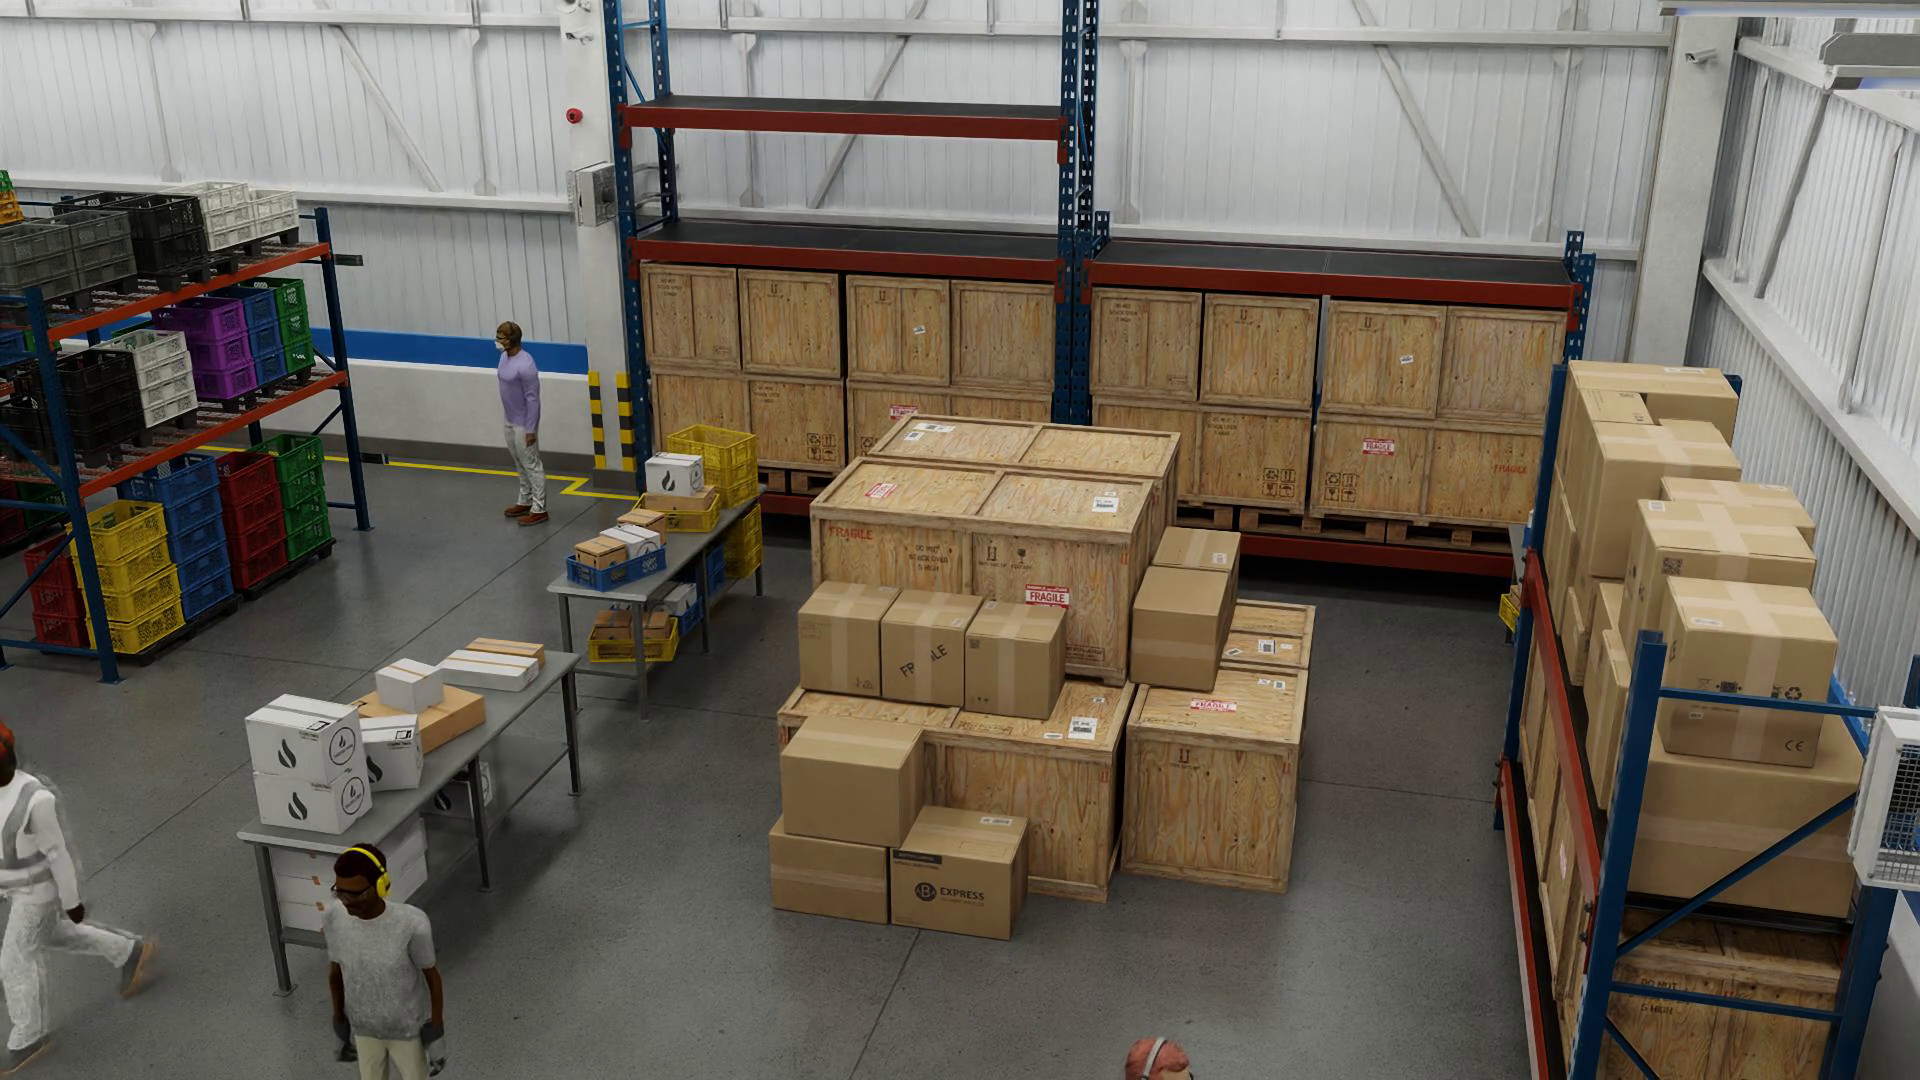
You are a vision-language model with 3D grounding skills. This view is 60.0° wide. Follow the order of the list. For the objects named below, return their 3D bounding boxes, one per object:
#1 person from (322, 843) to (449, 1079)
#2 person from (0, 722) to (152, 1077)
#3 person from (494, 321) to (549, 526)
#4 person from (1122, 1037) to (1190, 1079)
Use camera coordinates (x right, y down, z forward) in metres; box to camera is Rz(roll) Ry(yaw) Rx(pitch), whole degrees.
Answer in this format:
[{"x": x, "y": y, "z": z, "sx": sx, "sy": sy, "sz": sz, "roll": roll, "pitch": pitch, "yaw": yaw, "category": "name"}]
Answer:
[{"x": -2.477, "y": 2.132, "z": 7.207, "sx": 0.521, "sy": 1.870, "sz": 0.319, "roll": 3, "pitch": 21, "yaw": 8, "category": "person"}, {"x": -4.621, "y": 1.701, "z": 8.391, "sx": 0.559, "sy": 1.846, "sz": 0.921, "roll": 14, "pitch": 25, "yaw": 33, "category": "person"}, {"x": -4.116, "y": -1.099, "z": 15.567, "sx": 0.355, "sy": 1.935, "sz": 0.643, "roll": -15, "pitch": 25, "yaw": -34, "category": "person"}, {"x": 0.653, "y": 2.591, "z": 5.977, "sx": 0.398, "sy": 1.898, "sz": 0.643, "roll": 14, "pitch": 25, "yaw": 32, "category": "person"}]
